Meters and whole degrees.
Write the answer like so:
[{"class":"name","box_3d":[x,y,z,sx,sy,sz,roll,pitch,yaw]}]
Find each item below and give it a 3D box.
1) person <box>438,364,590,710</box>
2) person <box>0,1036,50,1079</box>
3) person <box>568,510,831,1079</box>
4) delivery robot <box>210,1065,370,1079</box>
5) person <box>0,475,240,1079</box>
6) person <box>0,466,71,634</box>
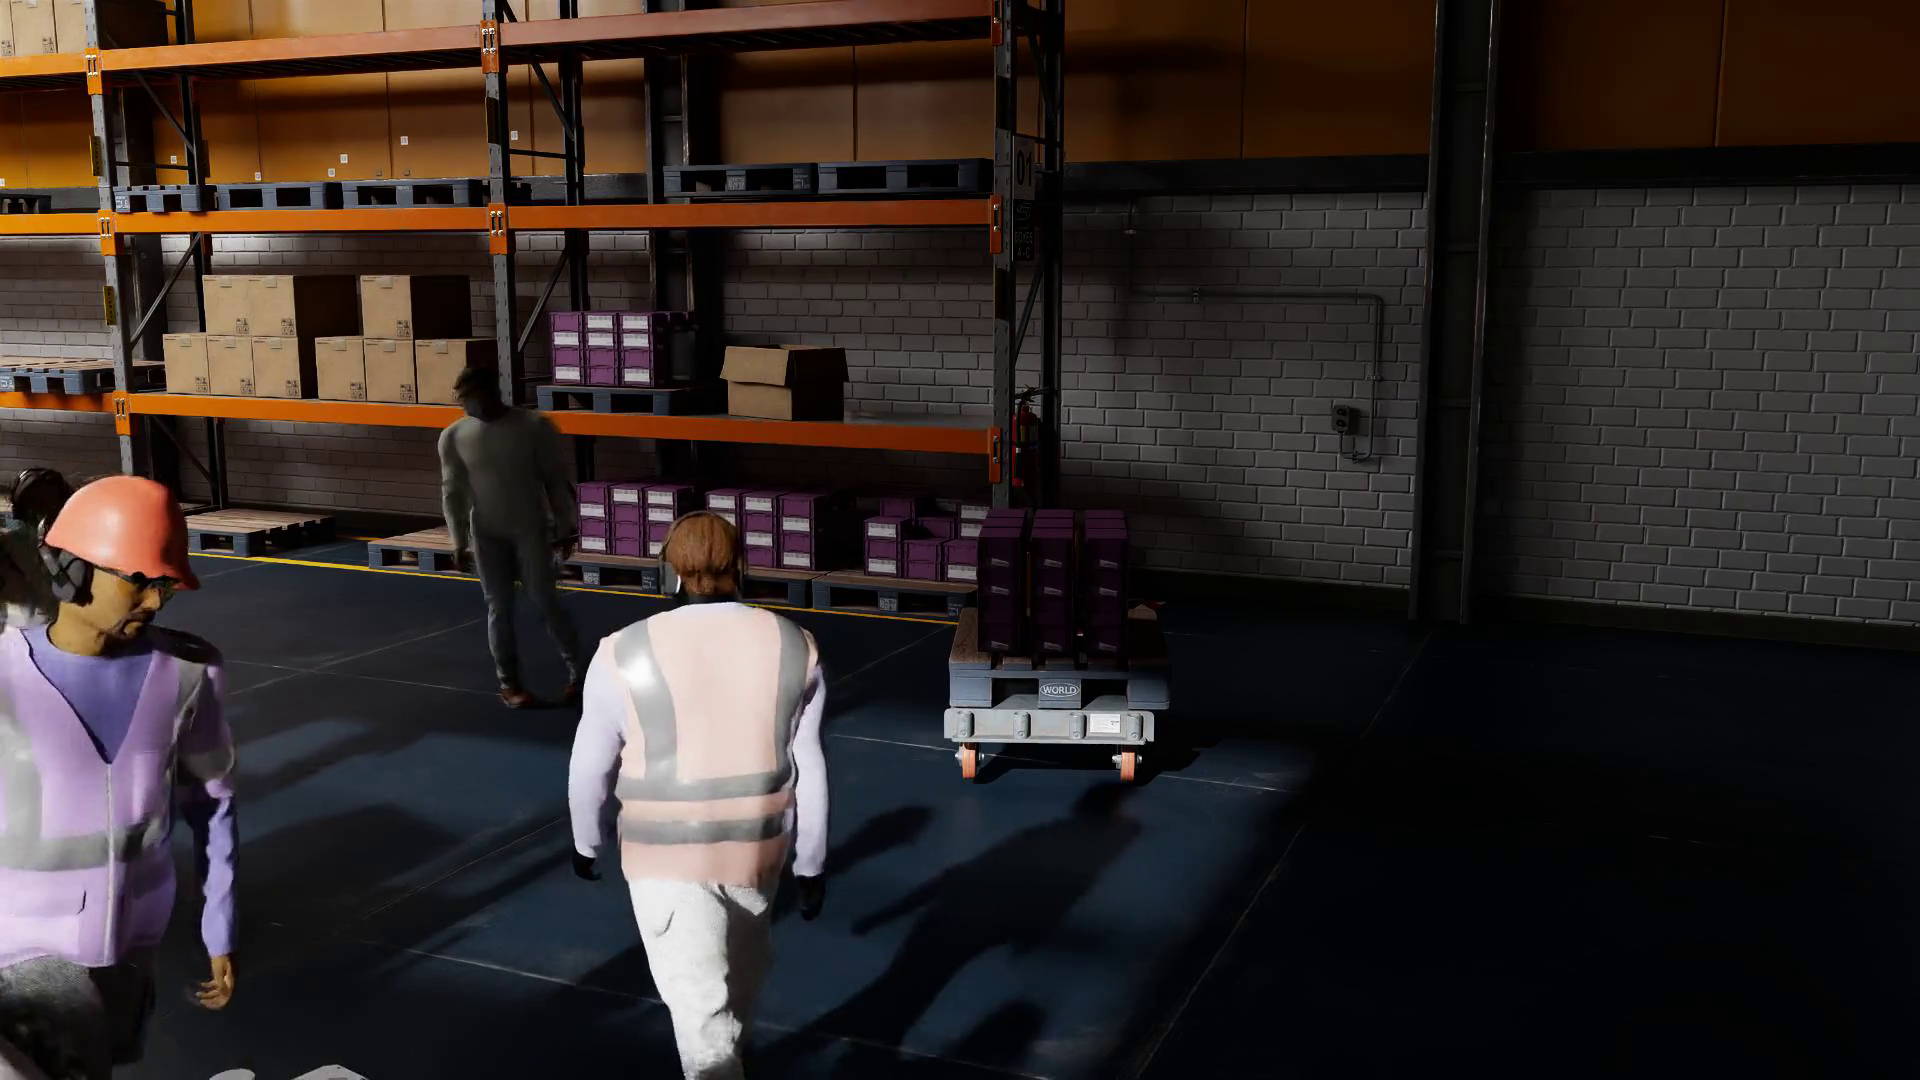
[{"class":"person","box_3d":[-2.415,-0.014,9.049,0.785,1.892,0.385,-1,10,-9]},{"class":"person","box_3d":[-1.287,1.200,1.852,0.657,1.855,0.992,5,11,27]},{"class":"person","box_3d":[-0.680,0.814,4.368,0.627,1.791,0.958,-4,10,-25]},{"class":"delivery robot","box_3d":[-1.665,1.468,3.842,0.477,0.478,0.707,7,12,35]},{"class":"person","box_3d":[-1.843,0.856,3.543,1.035,1.971,0.676,8,12,39]},{"class":"person","box_3d":[-3.624,0.509,6.663,0.375,1.621,0.512,7,12,35]}]
